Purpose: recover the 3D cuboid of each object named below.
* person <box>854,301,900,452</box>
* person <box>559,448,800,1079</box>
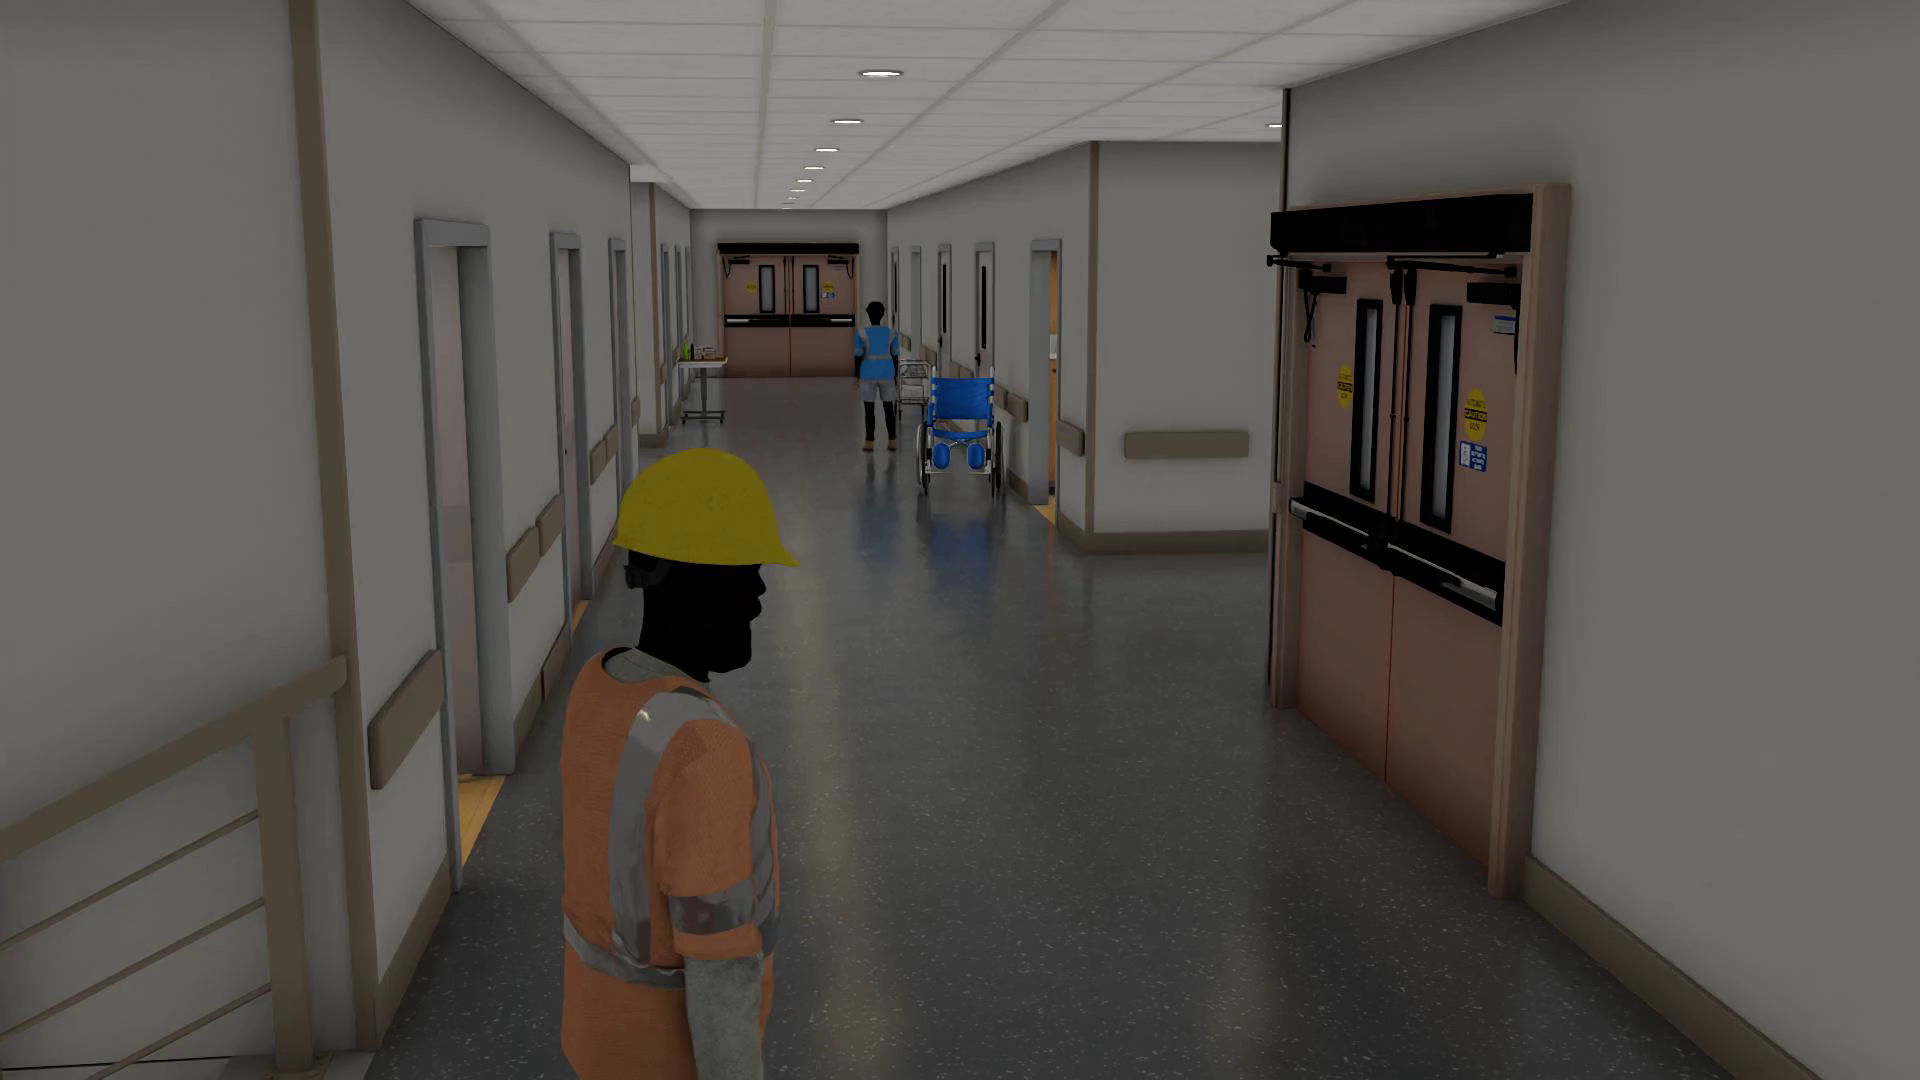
[{"bbox_3d":[-0.936,-1.837,18.733,0.540,1.695,0.318,-3,10,-18],"label":"person"},{"bbox_3d":[-0.431,0.810,2.680,0.398,1.918,0.587,-5,11,-27],"label":"person"}]
